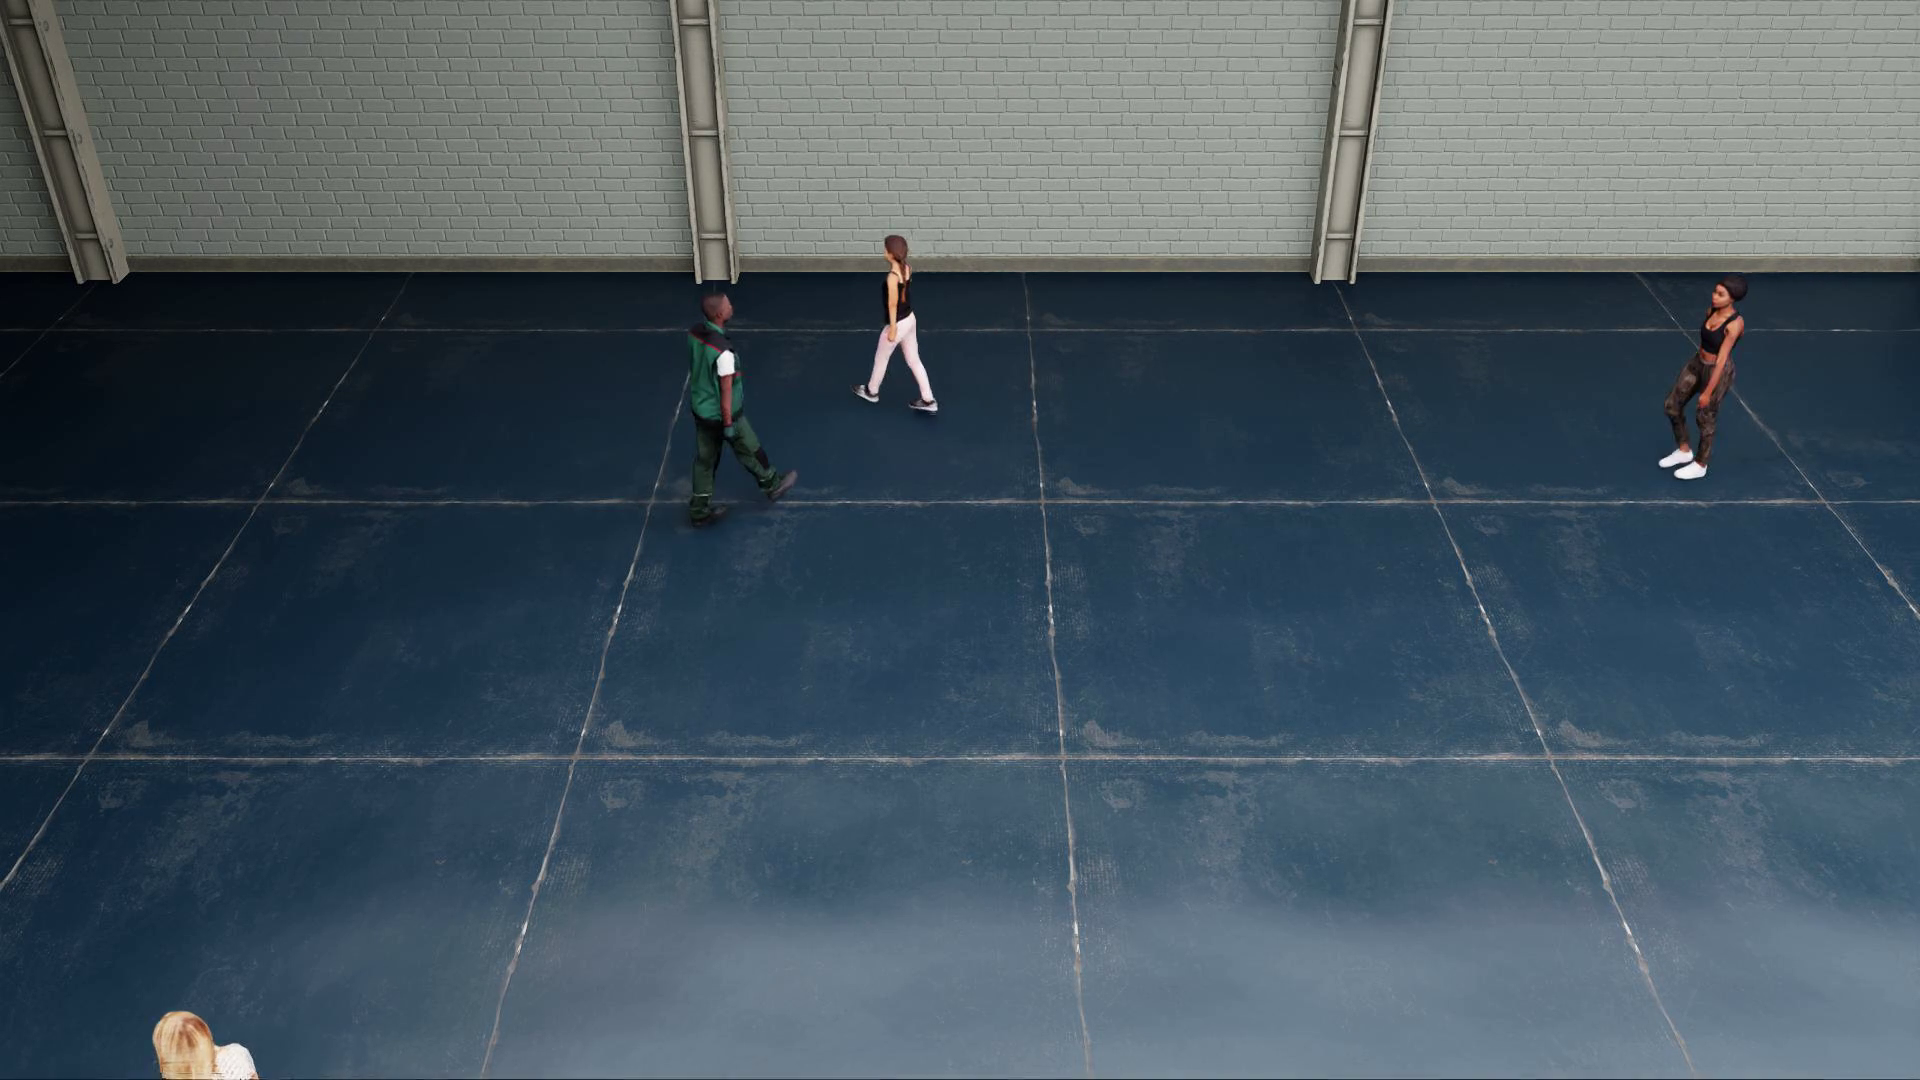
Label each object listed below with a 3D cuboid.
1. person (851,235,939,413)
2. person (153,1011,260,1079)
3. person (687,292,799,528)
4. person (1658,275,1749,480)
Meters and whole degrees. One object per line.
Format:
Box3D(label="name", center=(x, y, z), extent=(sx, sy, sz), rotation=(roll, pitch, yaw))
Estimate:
Box3D(label="person", center=(-0.434, -1.717, 13.530), extent=(1.091, 1.525, 0.890), rotation=(18, 37, 26))
Box3D(label="person", center=(-2.816, 2.573, 6.674), extent=(1.073, 1.807, 0.811), rotation=(10, 34, 14))
Box3D(label="person", center=(-1.822, -0.896, 12.019), extent=(1.254, 1.796, 1.137), rotation=(-23, 40, -31))
Box3D(label="person", center=(5.766, -1.220, 12.622), extent=(0.690, 1.682, 0.648), rotation=(-7, 34, -11))
